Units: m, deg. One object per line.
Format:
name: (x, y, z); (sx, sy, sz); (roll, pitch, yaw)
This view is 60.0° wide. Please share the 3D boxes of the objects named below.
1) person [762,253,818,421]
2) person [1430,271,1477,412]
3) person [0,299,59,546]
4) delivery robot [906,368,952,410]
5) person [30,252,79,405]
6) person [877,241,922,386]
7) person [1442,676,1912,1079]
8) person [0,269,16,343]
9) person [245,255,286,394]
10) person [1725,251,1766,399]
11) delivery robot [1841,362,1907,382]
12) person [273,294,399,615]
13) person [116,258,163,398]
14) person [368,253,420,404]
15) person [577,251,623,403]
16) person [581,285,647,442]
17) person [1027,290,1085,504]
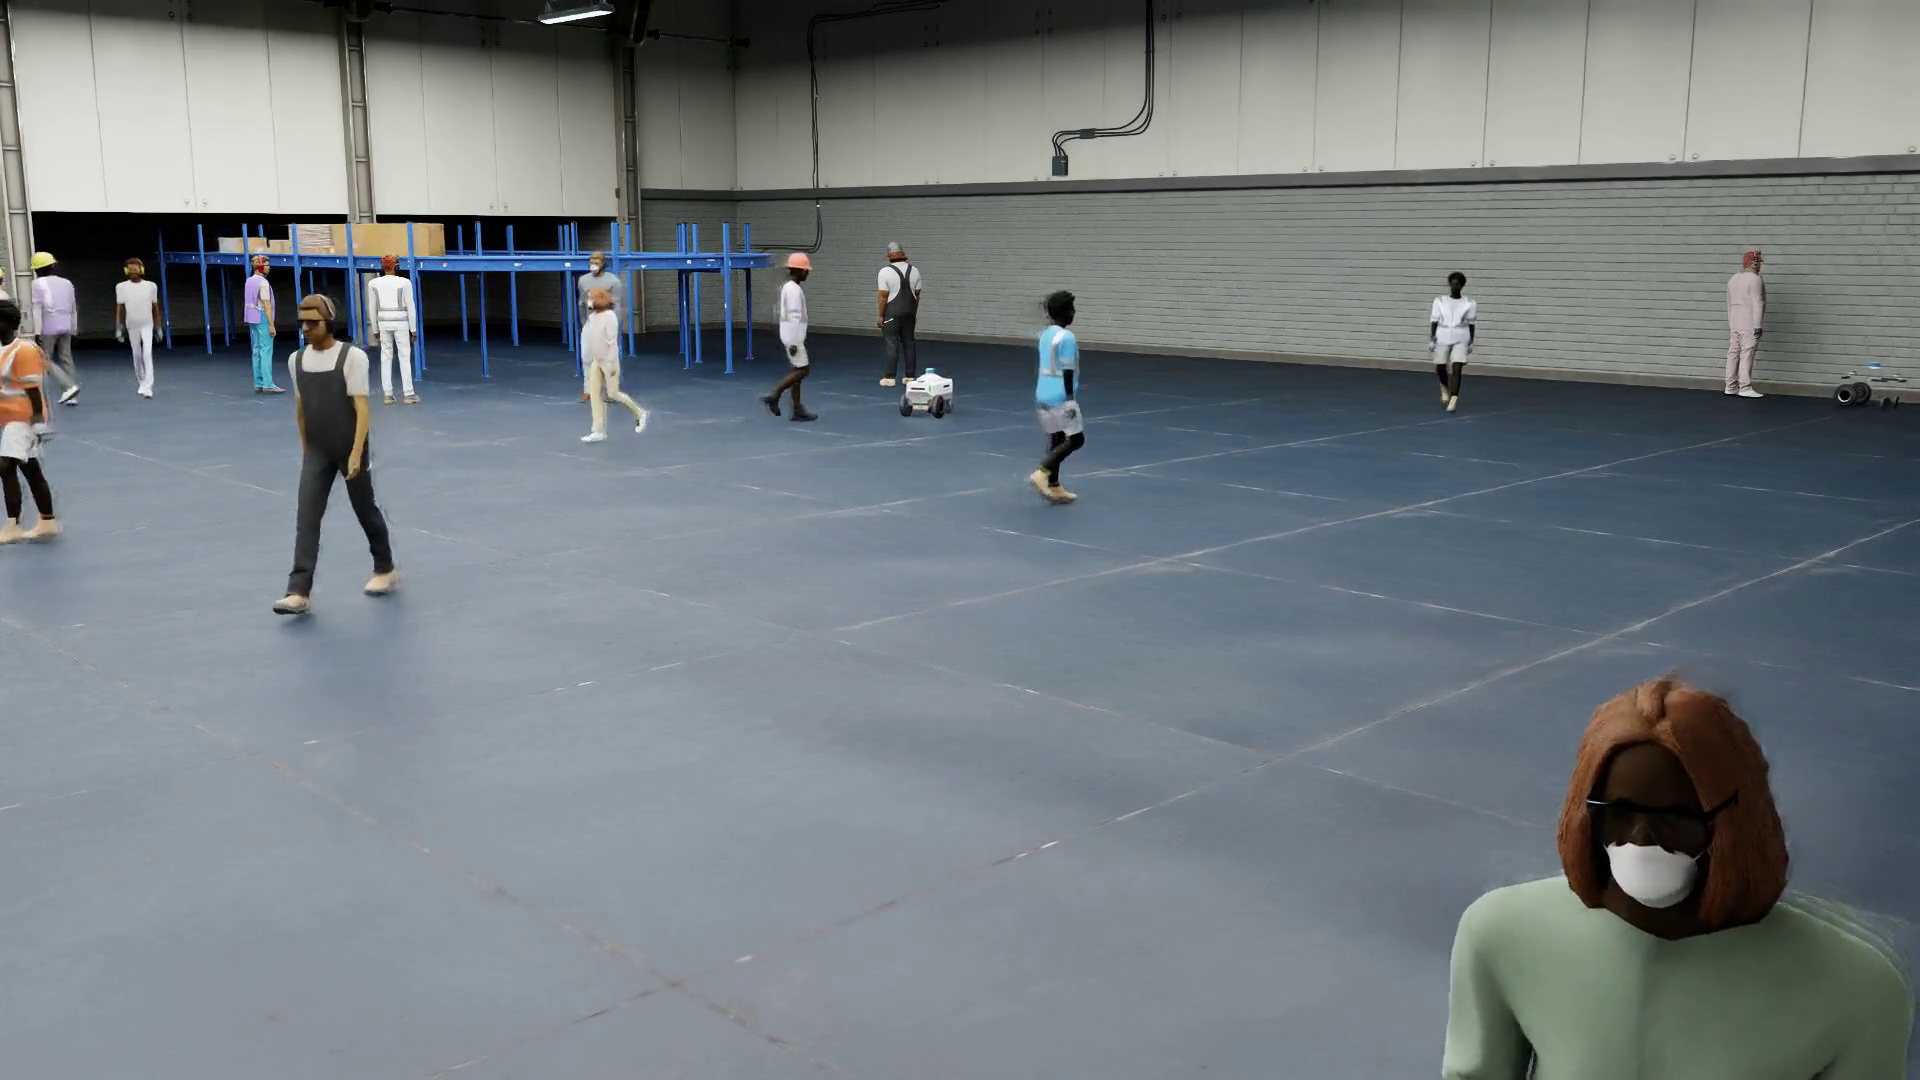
person: (-1.942, -2.314, 19.004); (0.571, 1.916, 0.544); (-2, 11, -13)
person: (5.996, -2.426, 20.217); (0.543, 1.682, 0.629); (4, 11, 23)
person: (-6.528, -0.792, 11.327); (0.559, 1.670, 0.672); (8, 13, 39)
delivery robot: (-0.357, -1.790, 19.706); (0.477, 0.478, 0.707); (4, 11, 22)
person: (-11.187, -2.603, 20.578); (0.409, 1.904, 0.674); (4, 11, 22)
person: (-0.913, -3.193, 23.556); (0.674, 2.000, 0.536); (-7, 13, -34)
person: (0.816, 0.950, 1.989); (0.525, 1.620, 0.402); (6, 12, 30)
person: (-11.389, -2.375, 19.729); (0.326, 1.767, 0.533); (-8, 13, -38)
person: (-9.382, -2.894, 22.340); (0.572, 1.844, 0.376); (10, 14, 43)
person: (10.332, -2.828, 21.819); (0.409, 1.909, 0.640); (-2, 11, -9)
delivery robot: (11.369, -2.097, 20.669); (0.335, 0.223, 0.698); (-9, 14, -41)
person: (-3.571, -0.505, 9.491); (0.521, 1.788, 1.018); (1, 10, 8)
person: (-10.875, -2.823, 22.026); (0.545, 1.829, 0.972); (-4, 11, -22)
person: (-7.148, -2.669, 21.017); (0.572, 1.883, 0.356); (0, 10, 1)
person: (-4.556, -2.665, 20.914); (0.654, 1.904, 0.817); (3, 11, 18)
person: (-3.621, -1.841, 17.237); (0.515, 1.608, 0.671); (10, 14, 43)
person: (0.760, -1.110, 13.038); (0.404, 1.682, 0.545); (-3, 11, -18)
